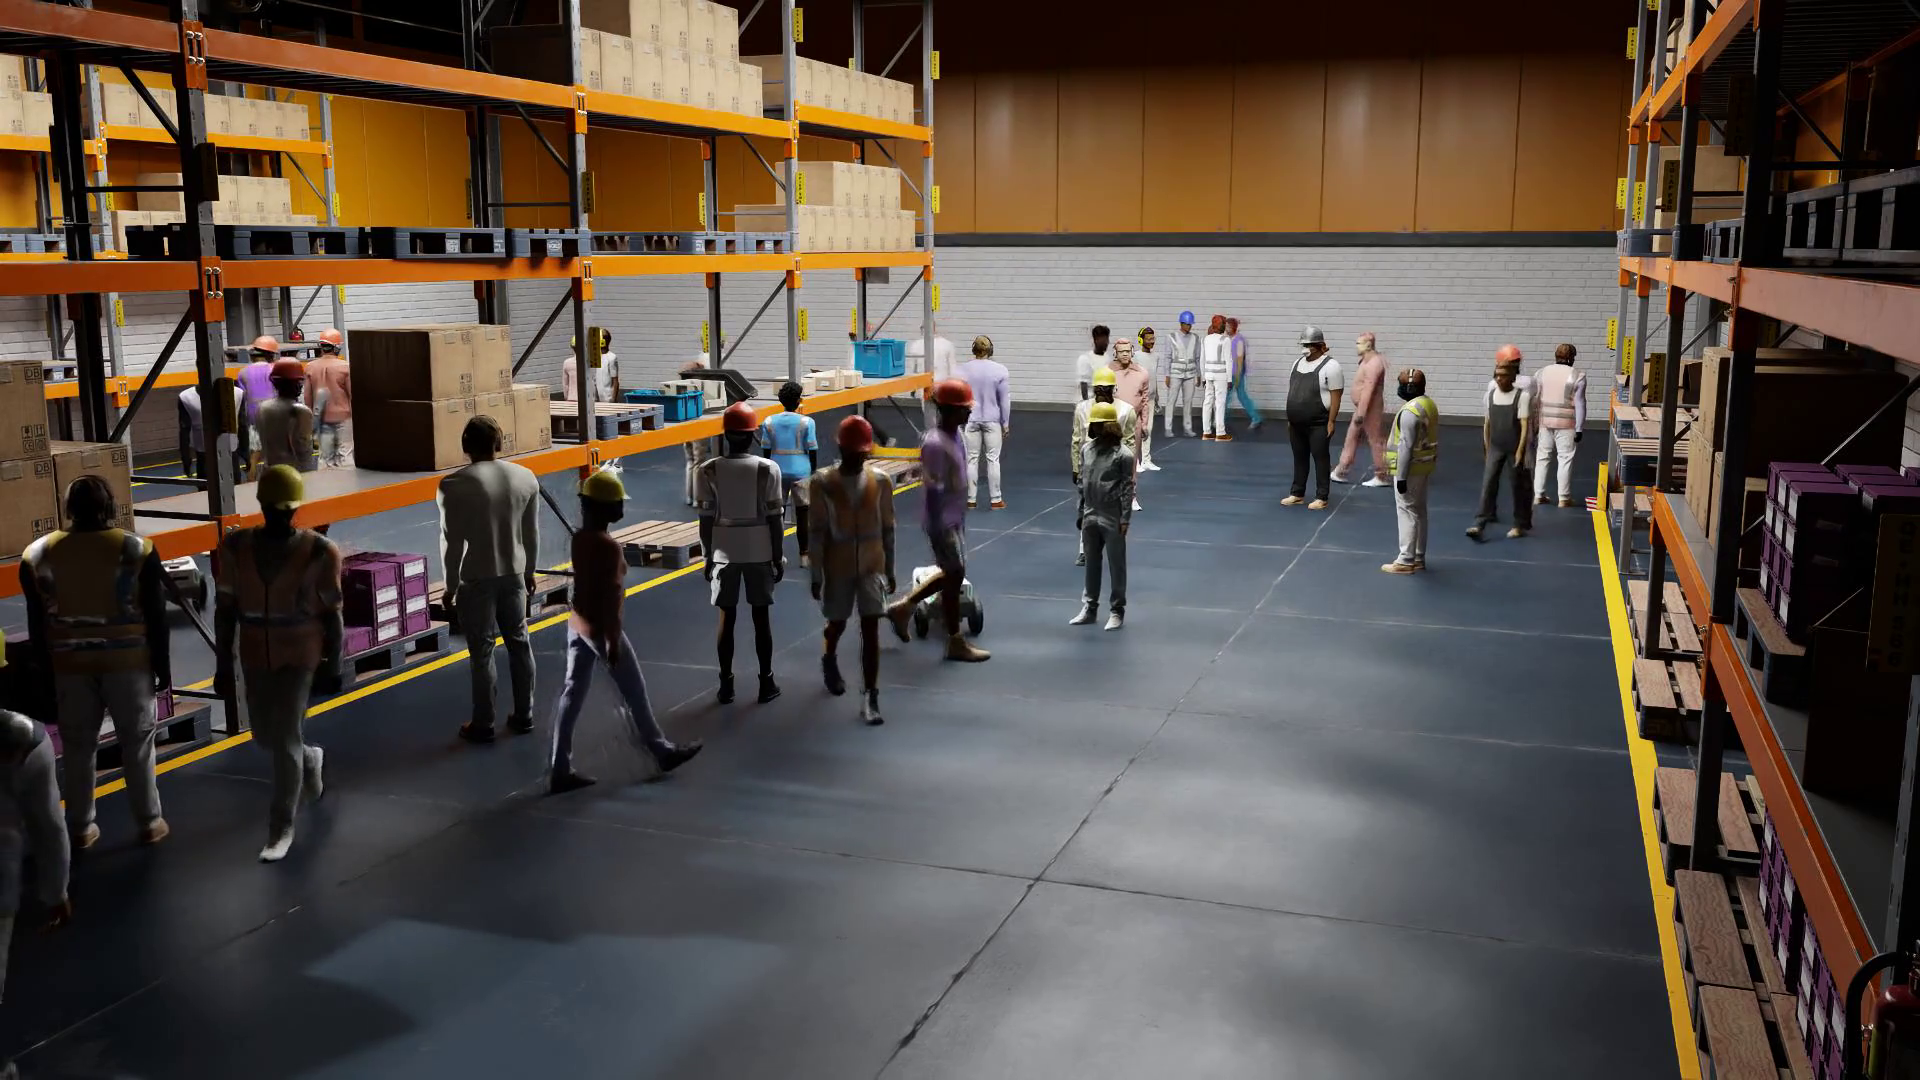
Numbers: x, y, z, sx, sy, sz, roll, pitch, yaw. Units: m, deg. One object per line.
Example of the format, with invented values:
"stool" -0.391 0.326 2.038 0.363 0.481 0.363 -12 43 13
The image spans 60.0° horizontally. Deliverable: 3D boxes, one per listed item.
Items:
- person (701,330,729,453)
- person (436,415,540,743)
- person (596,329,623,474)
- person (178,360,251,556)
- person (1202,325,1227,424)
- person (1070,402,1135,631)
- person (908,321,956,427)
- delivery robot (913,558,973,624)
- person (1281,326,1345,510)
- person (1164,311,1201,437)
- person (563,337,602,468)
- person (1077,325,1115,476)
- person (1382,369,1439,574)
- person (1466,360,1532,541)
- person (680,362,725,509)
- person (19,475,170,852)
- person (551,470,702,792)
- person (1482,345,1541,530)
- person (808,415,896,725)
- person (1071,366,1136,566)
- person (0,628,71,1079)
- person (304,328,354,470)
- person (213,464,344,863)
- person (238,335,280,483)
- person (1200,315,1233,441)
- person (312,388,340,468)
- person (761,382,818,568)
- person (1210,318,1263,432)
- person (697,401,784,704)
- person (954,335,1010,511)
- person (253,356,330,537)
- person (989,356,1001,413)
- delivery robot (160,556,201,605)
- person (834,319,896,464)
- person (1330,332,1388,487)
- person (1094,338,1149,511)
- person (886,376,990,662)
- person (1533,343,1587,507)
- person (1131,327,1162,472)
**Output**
"person" -3.393 -2.114 23.582 0.551 1.721 0.870 7 12 33
"person" -2.776 0.227 9.828 0.629 1.940 0.373 -9 14 -42
"person" -4.512 -1.760 21.231 0.313 1.863 0.532 -6 12 -29
"person" -7.045 -0.806 15.745 0.603 1.910 0.391 -5 11 -28
"person" 4.151 -2.709 27.206 0.307 1.641 0.513 -9 14 -43
"person" 1.086 -0.183 12.687 0.485 1.744 0.305 8 13 38
"person" -0.395 -2.174 23.564 0.680 1.865 0.508 0 10 -1
"delivery robot" -0.136 0.364 12.687 0.477 0.478 0.707 -2 10 -12
"person" 3.873 -1.359 18.473 0.536 2.000 0.688 -8 13 -37
"person" 3.400 -2.512 25.294 0.622 1.934 0.437 -3 10 -15
"person" -4.955 -1.812 21.802 0.534 1.765 0.324 6 12 30
"person" 1.768 -1.688 20.648 0.612 1.922 0.952 -6 12 -31
"person" 4.017 -0.608 14.847 0.428 1.837 0.625 7 12 33
"person" 5.350 -0.867 16.398 0.524 1.791 0.977 8 13 39
"person" -2.918 -1.161 18.508 0.530 1.634 0.386 9 13 40
"person" -4.154 0.597 8.061 0.618 1.835 0.430 -2 10 -13
"person" -1.862 0.477 9.002 0.877 1.717 0.547 -8 13 -39
"person" 5.736 -1.074 17.346 0.568 1.882 0.766 2 10 10
"person" -0.682 0.143 10.424 0.555 1.900 0.902 -2 10 -13
"person" 1.299 -0.667 15.160 0.590 1.833 0.404 2 10 14
"person" -3.172 1.120 5.286 0.604 1.764 0.888 -2 10 -14
"person" -7.029 -1.375 18.695 0.623 1.992 0.396 0 10 3
"person" -3.299 0.547 8.154 0.599 1.895 0.808 0 10 1
"person" -7.833 -1.348 18.770 0.551 1.909 0.493 0 10 0
"person" 3.846 -2.416 24.868 0.347 1.882 0.584 -9 13 -40
"person" -7.136 -1.198 18.739 0.341 1.629 0.518 0 10 2
"person" -1.534 -0.587 15.093 0.538 1.695 0.319 3 11 17
"person" 4.336 -2.595 26.130 0.969 1.808 0.573 -4 11 -23
"person" -1.390 0.086 10.626 0.545 1.938 0.360 0 10 -2
"person" 0.250 -1.284 18.337 0.627 1.940 0.373 2 10 13
"person" -5.445 -0.488 13.639 0.613 2.021 0.618 4 11 19
"person" 0.275 -1.527 20.682 0.489 1.592 0.869 2 10 11
"delivery robot" -6.241 0.276 13.184 0.477 0.478 0.707 -6 12 -28
"person" -1.265 -1.982 22.175 0.835 1.972 0.625 -3 11 -17
"person" 4.789 -1.568 20.110 0.904 1.868 0.679 1 10 6
"person" 1.782 -1.260 18.295 0.643 1.909 0.410 -2 10 -11
"person" -0.156 -0.152 11.732 0.779 2.022 0.632 3 11 17
"person" 6.717 -1.280 18.626 0.428 1.836 0.616 -9 14 -42
"person" 2.404 -1.814 21.517 0.515 1.872 0.328 -8 13 -39
